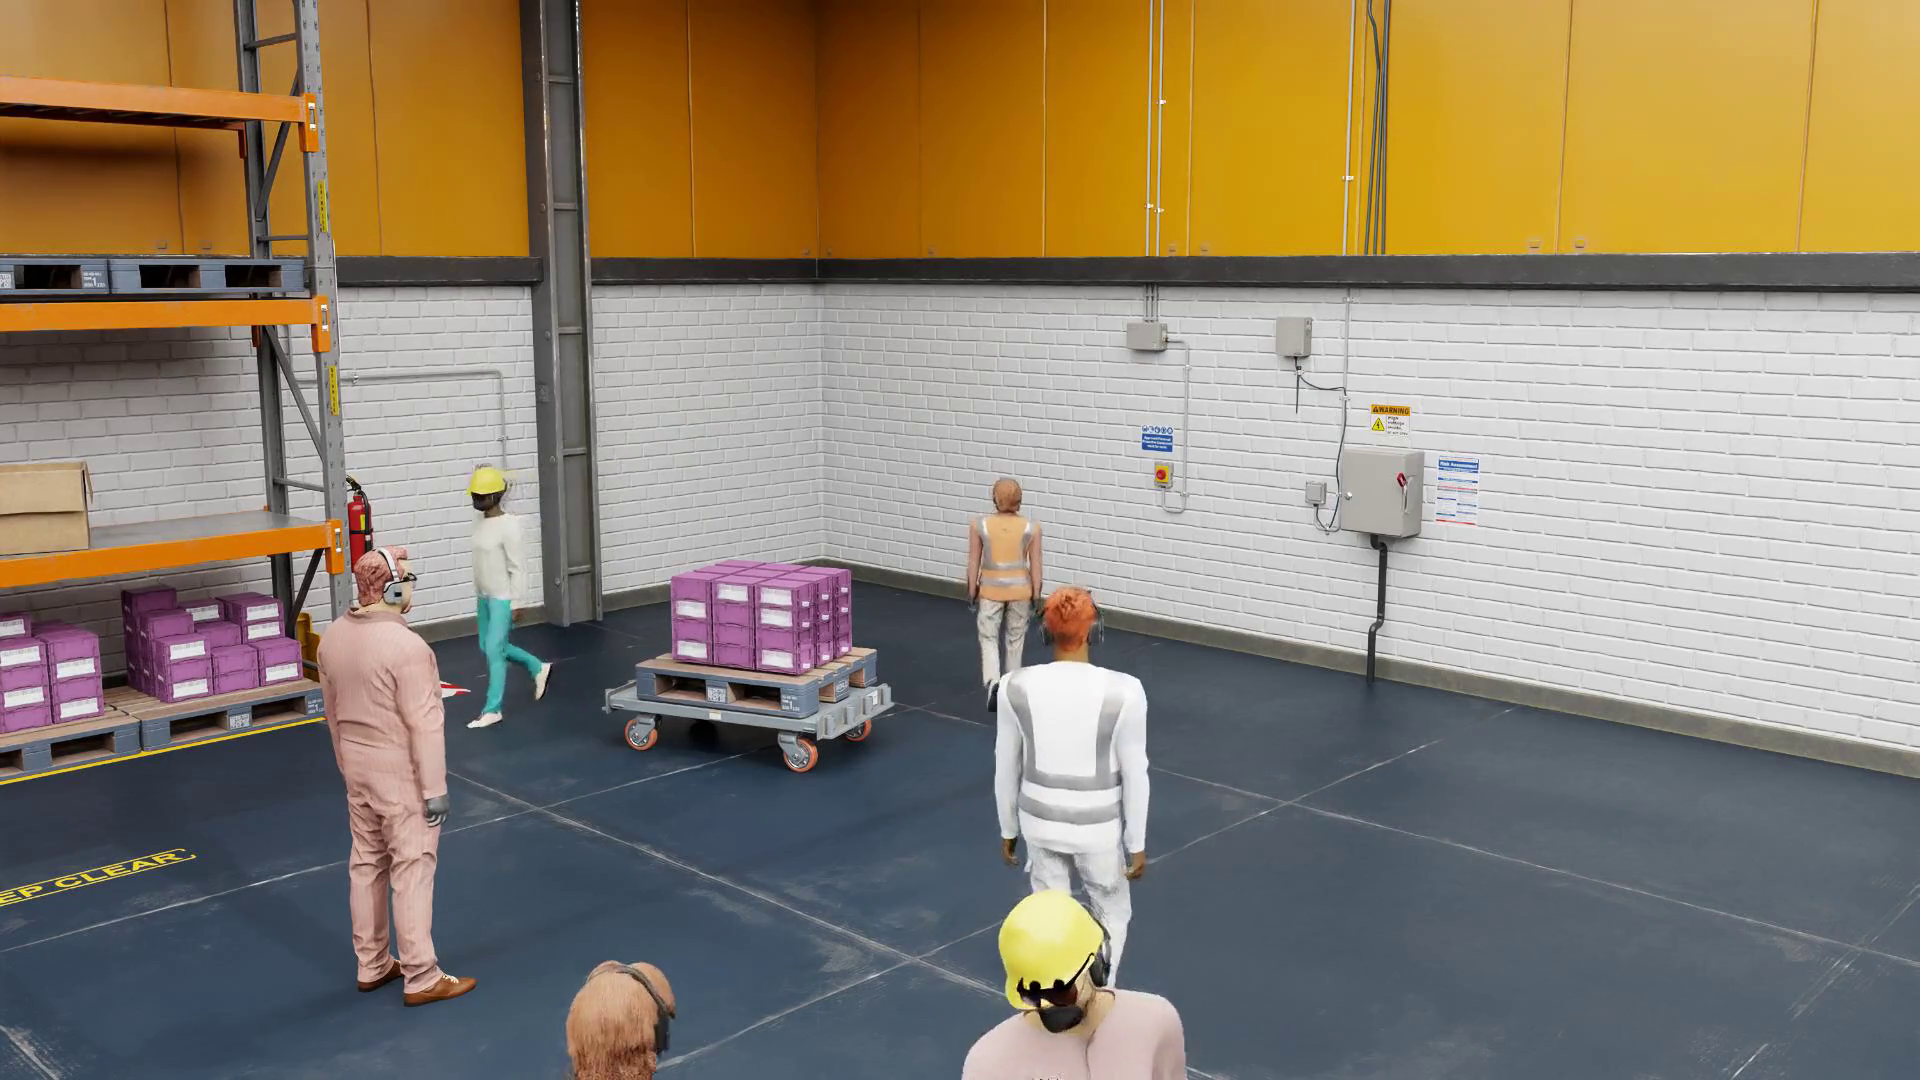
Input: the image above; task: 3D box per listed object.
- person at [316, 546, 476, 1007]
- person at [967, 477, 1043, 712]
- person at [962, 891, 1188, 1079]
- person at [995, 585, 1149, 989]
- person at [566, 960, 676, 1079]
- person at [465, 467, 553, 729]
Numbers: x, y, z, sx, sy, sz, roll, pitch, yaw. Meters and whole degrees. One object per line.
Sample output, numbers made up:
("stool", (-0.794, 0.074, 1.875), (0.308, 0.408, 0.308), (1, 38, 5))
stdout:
("person", (-2.332, 0.970, 6.888), (0.641, 1.909, 0.409), (6, 11, 33))
("person", (0.308, 0.384, 11.323), (0.526, 1.623, 0.552), (0, 9, 0))
("person", (0.249, 1.574, 3.745), (0.576, 1.726, 0.422), (-5, 10, -26))
("person", (0.414, 1.092, 6.242), (0.593, 1.870, 0.423), (3, 10, 15))
("person", (-0.671, 1.673, 3.453), (0.524, 1.613, 0.540), (2, 9, 12))
("person", (-3.033, 0.360, 11.128), (0.522, 1.745, 0.654), (8, 12, 42))
